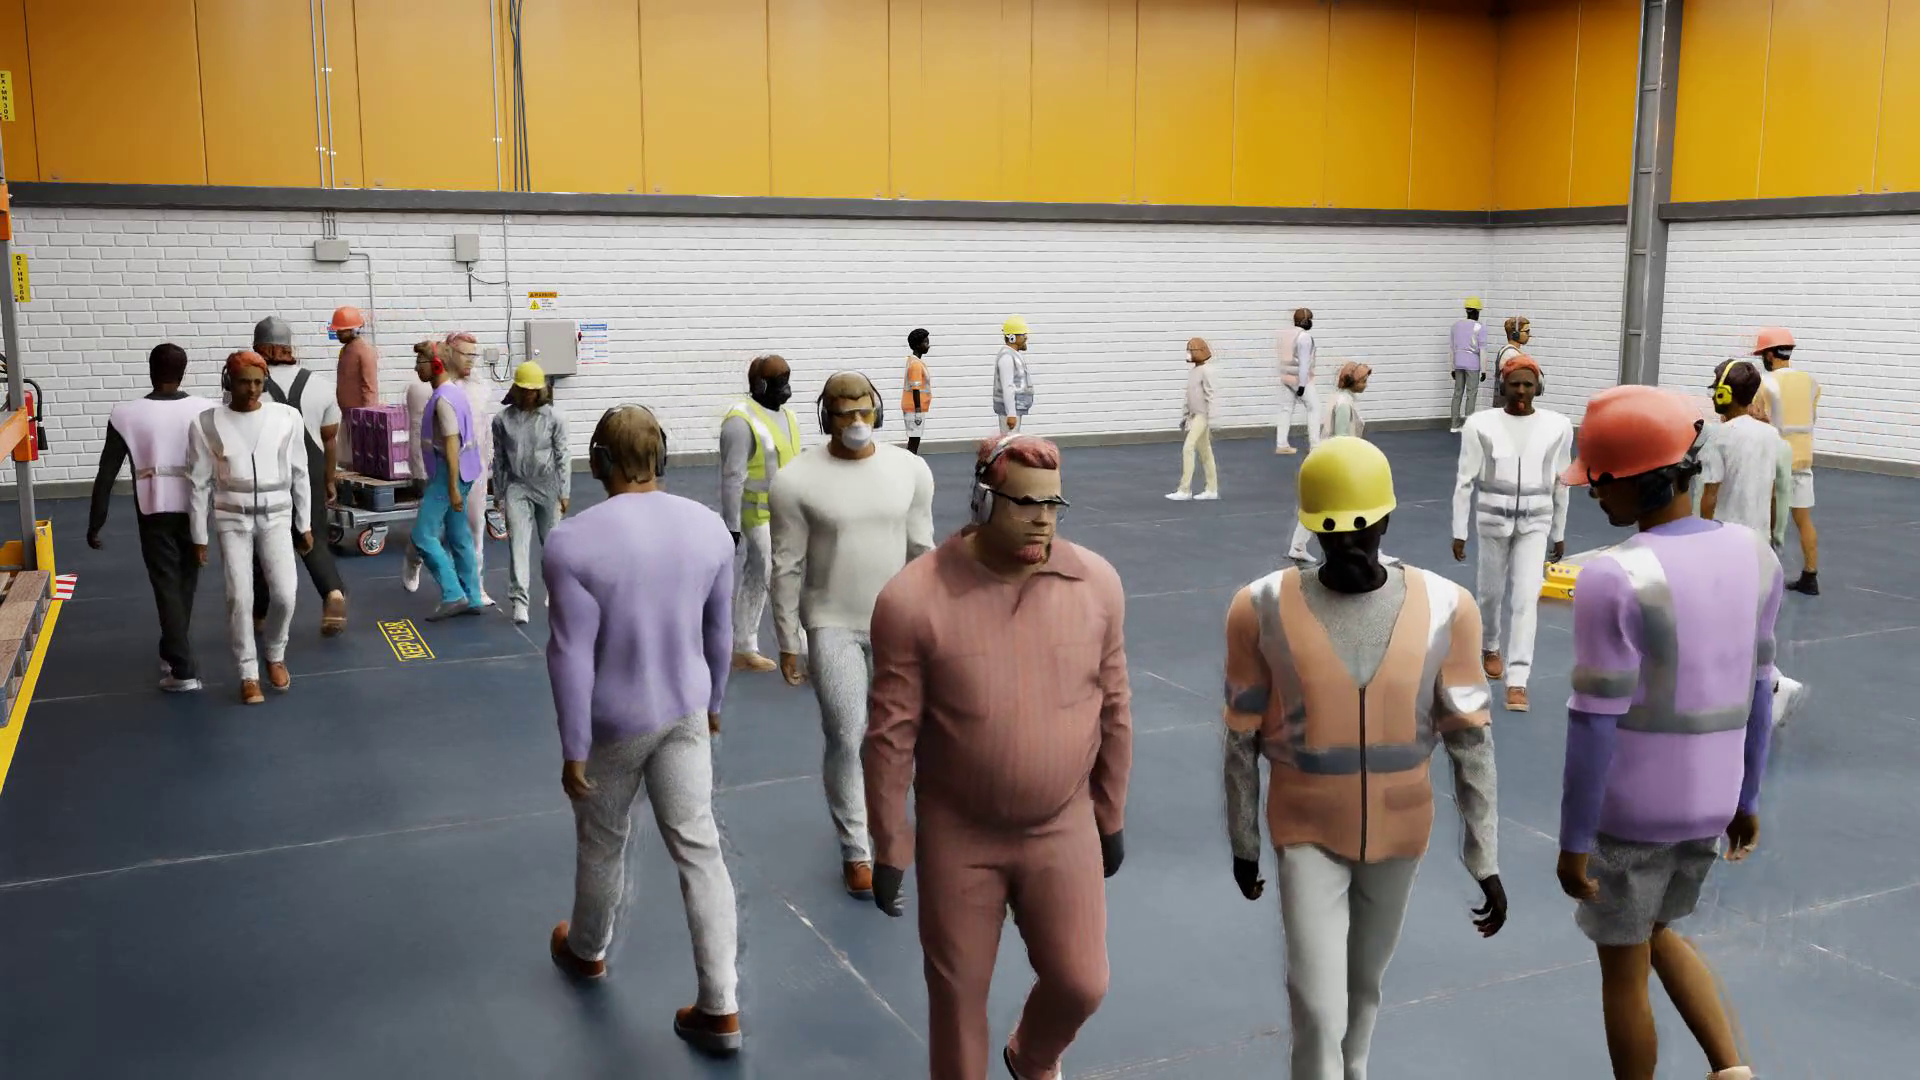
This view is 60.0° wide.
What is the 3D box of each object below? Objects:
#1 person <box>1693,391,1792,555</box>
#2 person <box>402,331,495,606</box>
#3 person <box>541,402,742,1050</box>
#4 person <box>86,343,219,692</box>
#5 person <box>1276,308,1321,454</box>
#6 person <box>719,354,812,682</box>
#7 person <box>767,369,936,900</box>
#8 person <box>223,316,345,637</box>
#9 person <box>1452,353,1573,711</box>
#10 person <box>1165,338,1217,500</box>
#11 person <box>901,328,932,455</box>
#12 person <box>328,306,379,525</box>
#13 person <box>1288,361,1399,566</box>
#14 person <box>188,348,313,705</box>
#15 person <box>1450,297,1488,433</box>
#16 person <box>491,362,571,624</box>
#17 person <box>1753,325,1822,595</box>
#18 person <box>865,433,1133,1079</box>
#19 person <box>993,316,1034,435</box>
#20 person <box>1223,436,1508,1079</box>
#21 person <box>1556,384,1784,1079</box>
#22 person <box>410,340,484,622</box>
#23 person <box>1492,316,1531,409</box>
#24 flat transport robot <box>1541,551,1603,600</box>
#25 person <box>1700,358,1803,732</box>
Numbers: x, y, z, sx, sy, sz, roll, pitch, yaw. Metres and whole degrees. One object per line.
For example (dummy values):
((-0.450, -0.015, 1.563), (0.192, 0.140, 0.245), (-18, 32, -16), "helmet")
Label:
((4.336, -0.035, 9.263), (0.497, 1.632, 0.289), (2, 9, 14), "person")
((-3.524, -0.497, 11.416), (0.819, 1.869, 0.683), (8, 12, 42), "person")
((-0.954, 0.530, 5.001), (0.650, 1.886, 1.042), (-7, 11, -37), "person")
((-4.402, -0.137, 9.162), (0.736, 1.858, 0.964), (-7, 11, -36), "person")
((4.295, -1.967, 20.697), (0.791, 1.814, 0.631), (-4, 10, -21), "person")
((-0.947, -0.115, 9.220), (0.901, 1.802, 0.654), (4, 10, 22), "person")
((-0.407, 0.319, 6.189), (0.639, 1.918, 0.675), (-3, 10, -21), "person")
((-4.160, -0.402, 10.280), (0.683, 2.000, 0.891), (-8, 12, -41), "person")
((2.946, -0.083, 8.919), (0.588, 1.848, 0.958), (2, 9, 14), "person")
((2.269, -1.186, 16.447), (0.699, 1.606, 0.533), (-2, 9, -11), "person")
((-0.450, -1.345, 17.220), (0.321, 1.689, 0.530), (0, 9, -2), "person")
((-5.350, -1.098, 14.836), (0.527, 1.958, 0.648), (-8, 12, -40), "person")
((2.926, -0.572, 12.730), (0.836, 1.590, 0.491), (1, 9, 7), "person")
((-3.700, -0.063, 8.699), (0.609, 1.869, 0.423), (-5, 10, -28), "person")
((7.131, -2.436, 23.295), (0.390, 1.919, 0.581), (-7, 12, -38), "person")
((-2.815, -0.334, 10.946), (0.524, 1.690, 0.910), (-1, 9, -7), "person")
((5.699, -0.557, 11.713), (0.700, 1.900, 0.514), (-2, 9, -12), "person")
((0.095, 0.683, 4.009), (0.671, 1.891, 0.439), (-1, 9, -8), "person")
((0.528, -1.281, 16.373), (0.404, 1.835, 0.587), (1, 9, 7), "person")
((0.928, 0.711, 3.842), (0.604, 1.884, 0.898), (0, 9, 0), "person")
((1.690, 0.632, 3.985), (0.644, 2.004, 0.492), (-4, 10, -24), "person")
((-3.364, -0.380, 10.820), (0.499, 1.826, 0.571), (-1, 9, -9), "person")
((5.294, -1.220, 15.957), (0.342, 1.846, 0.509), (1, 9, 5), "person")
((4.655, 0.238, 11.784), (0.652, 0.197, 1.431), (9, 13, 44), "flat transport robot")
((3.886, 0.040, 8.172), (0.544, 1.847, 0.701), (-4, 10, -23), "person")
